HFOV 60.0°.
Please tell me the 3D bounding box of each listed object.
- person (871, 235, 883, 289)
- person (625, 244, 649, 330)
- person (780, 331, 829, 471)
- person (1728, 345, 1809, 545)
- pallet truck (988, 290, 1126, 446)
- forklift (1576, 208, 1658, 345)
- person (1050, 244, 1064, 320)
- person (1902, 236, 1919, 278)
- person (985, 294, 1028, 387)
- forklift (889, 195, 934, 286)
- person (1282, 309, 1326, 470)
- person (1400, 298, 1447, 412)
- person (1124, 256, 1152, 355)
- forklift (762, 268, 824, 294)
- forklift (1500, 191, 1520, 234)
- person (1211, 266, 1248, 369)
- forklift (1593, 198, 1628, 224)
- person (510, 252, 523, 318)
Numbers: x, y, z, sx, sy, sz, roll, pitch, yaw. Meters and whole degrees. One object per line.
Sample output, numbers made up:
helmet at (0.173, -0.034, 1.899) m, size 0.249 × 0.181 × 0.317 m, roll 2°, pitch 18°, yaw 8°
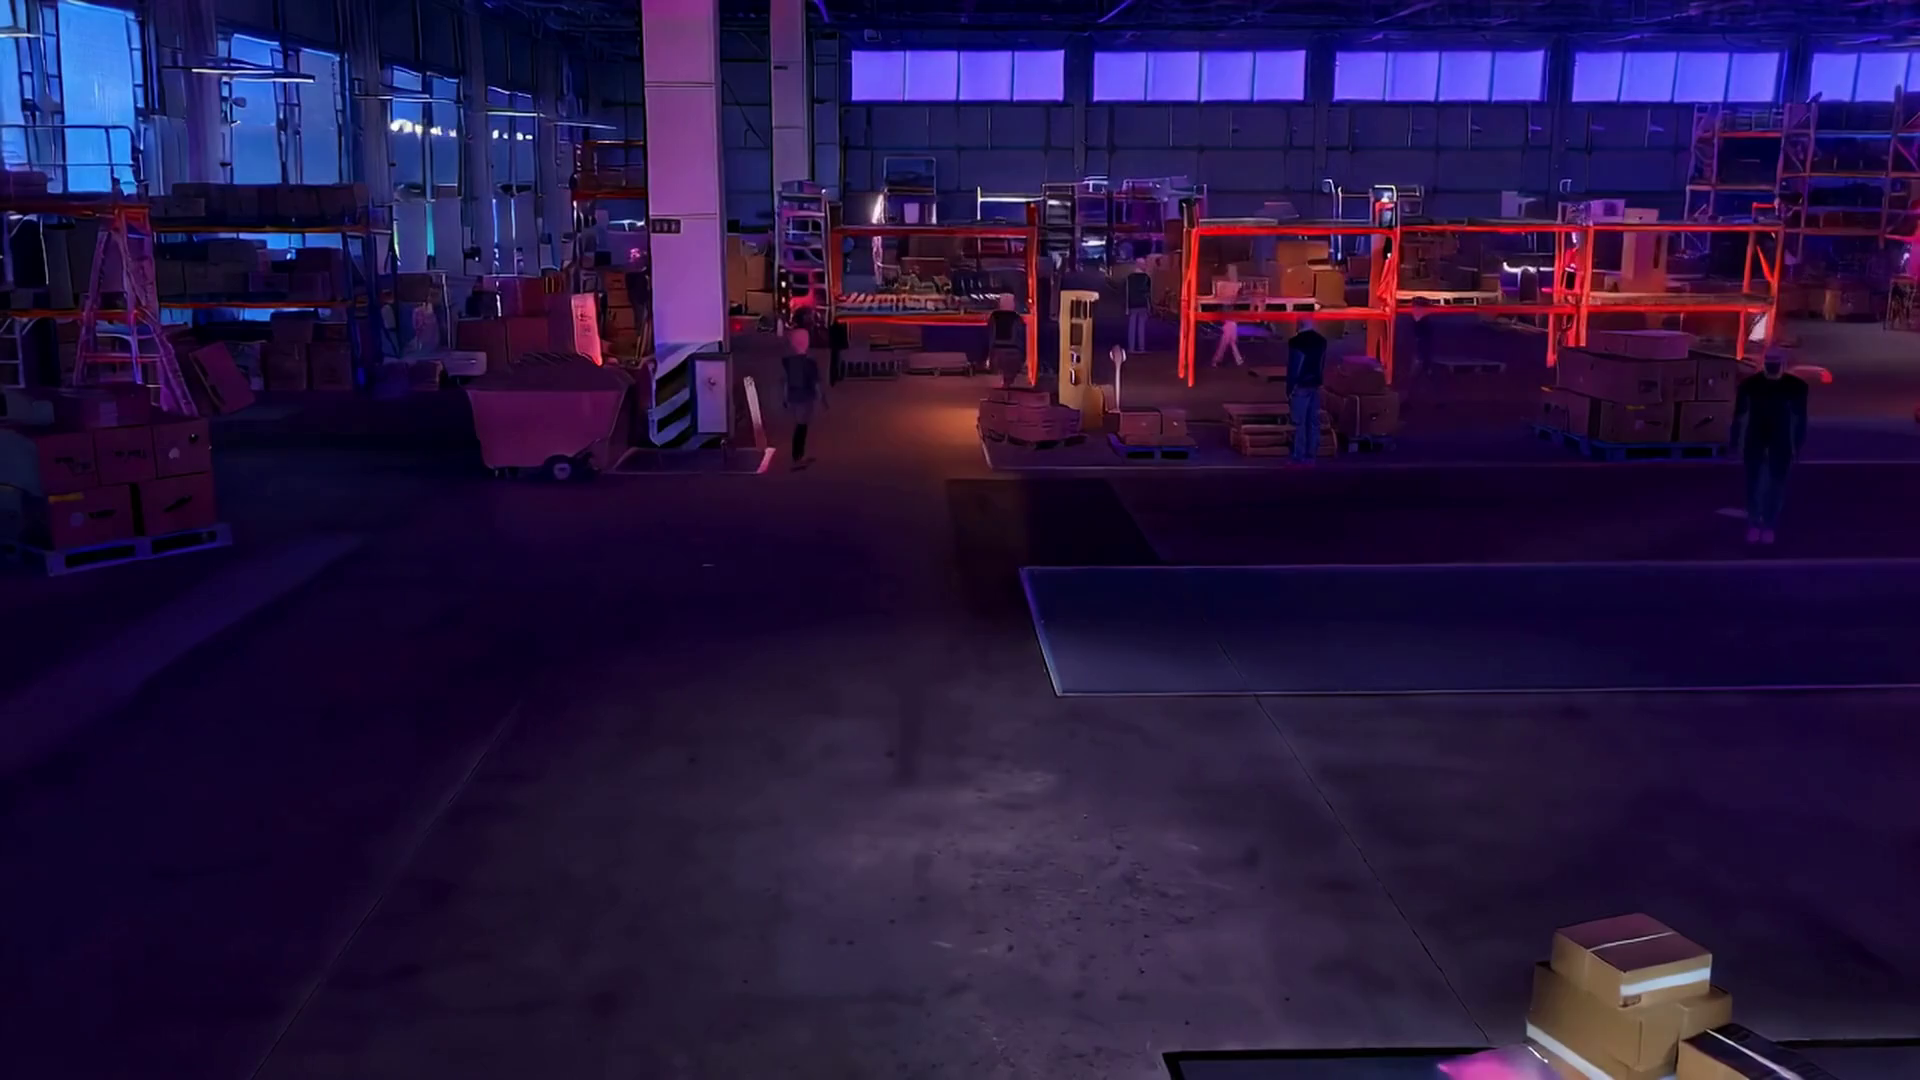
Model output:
person at (-2.556, -8.669, 51.148) m, size 0.343 × 1.881 × 0.580 m, roll -5°, pitch 14°, yaw -23°
person at (-7.305, -5.716, 37.663) m, size 0.552 × 1.942 × 0.343 m, roll -7°, pitch 14°, yaw -28°
person at (-1.845, -1.683, 20.072) m, size 0.540 × 1.667 × 0.735 m, roll 10°, pitch 16°, yaw 39°
person at (7.728, -0.903, 15.970) m, size 0.664 × 1.916 × 0.665 m, roll 7°, pitch 14°, yaw 29°
pallet truck at (1.257, -2.299, 22.111) m, size 1.885 × 1.965 × 0.823 m, roll -9°, pitch 15°, yaw -35°
forklift at (13.691, -5.327, 33.773) m, size 1.873 × 2.768 × 1.129 m, roll 0°, pitch 12°, yaw -2°
person at (2.350, -6.240, 40.285) m, size 0.344 × 1.839 × 0.502 m, roll 3°, pitch 13°, yaw 13°
person at (25.804, -7.301, 45.009) m, size 0.540 × 1.853 × 0.482 m, roll 3°, pitch 13°, yaw 11°
person at (0.667, -2.687, 24.289) m, size 0.628 × 1.809 × 0.914 m, roll 6°, pitch 14°, yaw 24°
forklift at (-1.485, -9.378, 52.064) m, size 1.129 × 2.768 × 1.873 m, roll -4°, pitch 13°, yaw -19°
person at (4.149, -1.809, 20.058) m, size 0.631 × 1.931 × 0.367 m, roll -11°, pitch 16°, yaw -40°
person at (6.925, -2.773, 24.899) m, size 0.799 × 1.714 × 0.486 m, roll -5°, pitch 13°, yaw -20°
person at (3.506, -4.599, 32.679) m, size 0.585 × 1.917 × 0.390 m, roll 9°, pitch 15°, yaw 35°
forklift at (-4.844, -8.616, 48.621) m, size 1.873 × 2.768 × 1.129 m, roll 0°, pitch 12°, yaw -2°
forklift at (20.762, -11.780, 62.906) m, size 1.873 × 2.768 × 1.129 m, roll 0°, pitch 12°, yaw -2°
person at (4.947, -4.077, 30.439) m, size 1.023 × 1.874 × 0.600 m, roll -9°, pitch 15°, yaw -35°
forklift at (18.141, -8.179, 46.648) m, size 1.873 × 2.768 × 1.129 m, roll -6°, pitch 14°, yaw -25°
person at (-10.852, -6.235, 40.719) m, size 0.314 × 1.634 × 0.518 m, roll -7°, pitch 14°, yaw -28°
